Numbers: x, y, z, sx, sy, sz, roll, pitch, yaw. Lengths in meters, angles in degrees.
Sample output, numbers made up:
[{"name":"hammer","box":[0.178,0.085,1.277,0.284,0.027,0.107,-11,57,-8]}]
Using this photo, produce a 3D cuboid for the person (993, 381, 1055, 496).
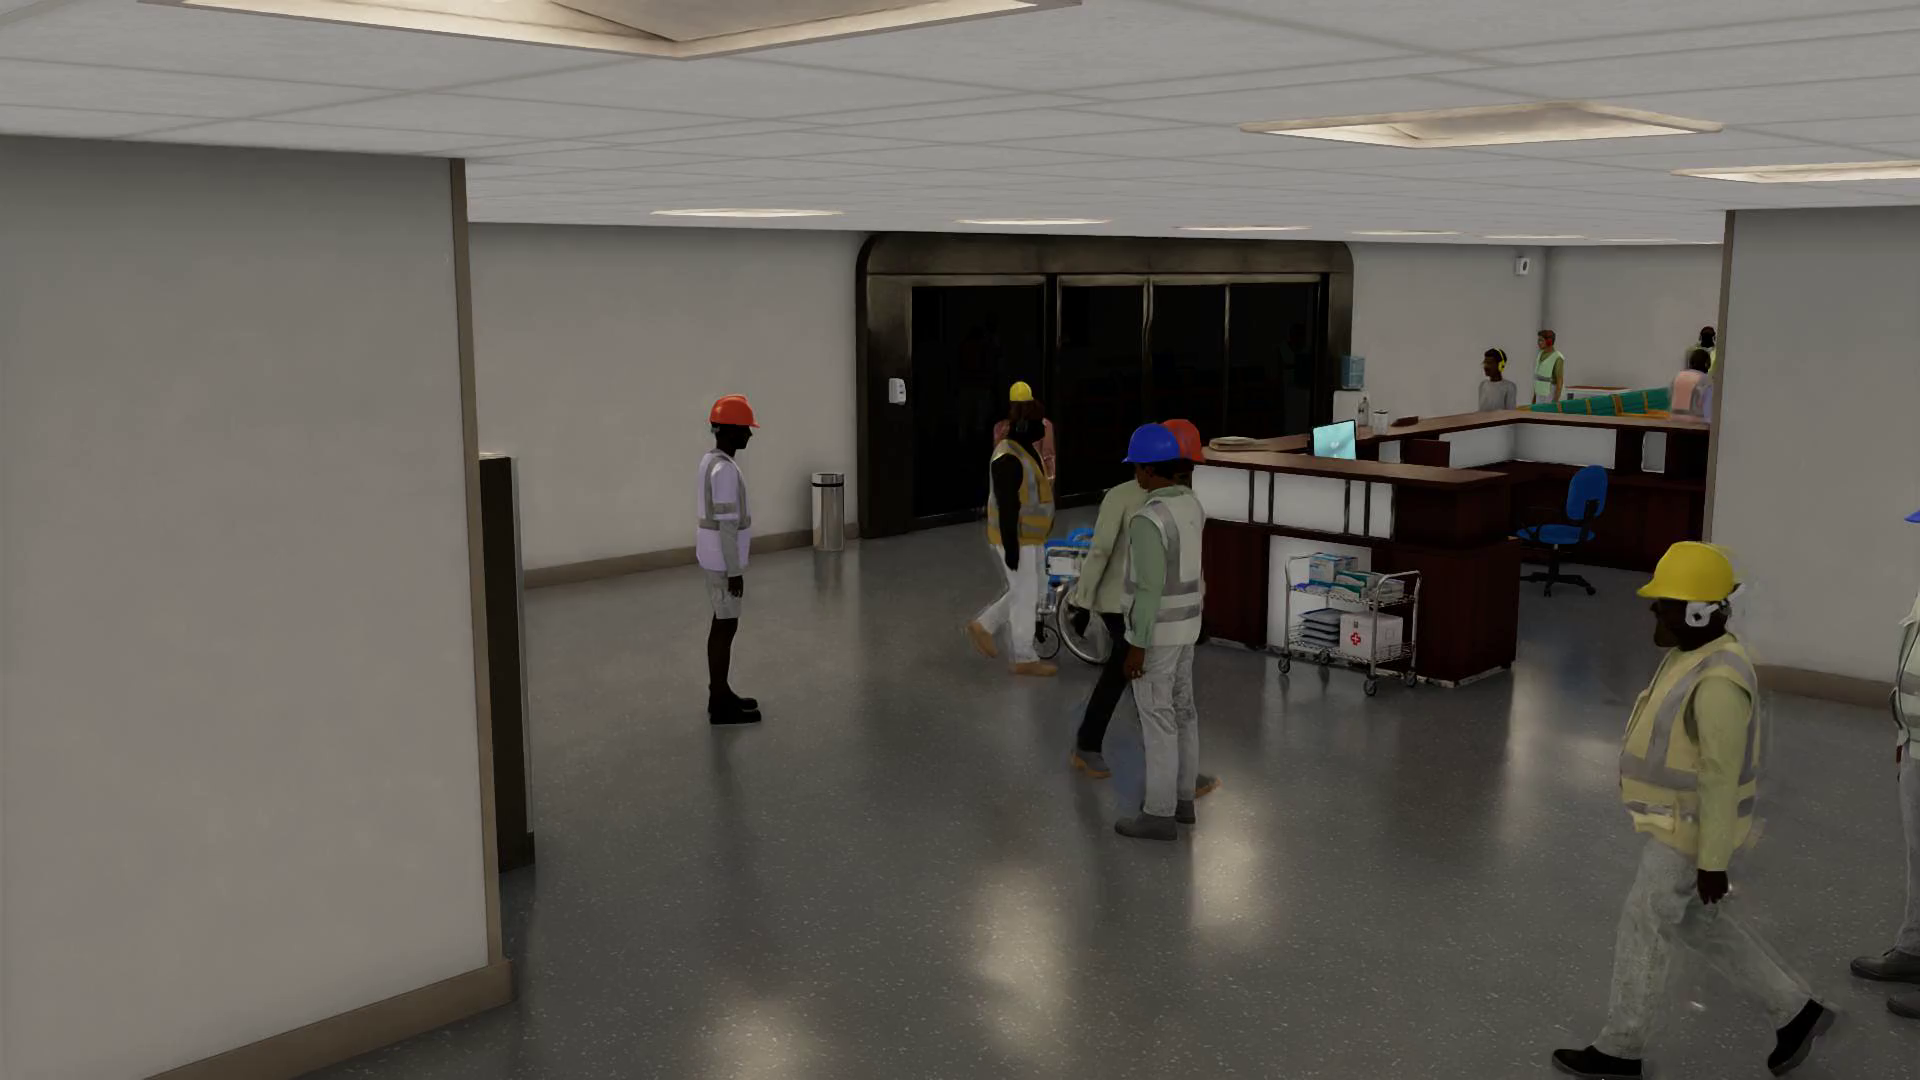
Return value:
[{"name":"person","box":[0.539,-0.500,14.139,0.523,1.726,0.874,0,9,-2]}]

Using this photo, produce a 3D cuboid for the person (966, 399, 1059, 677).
[{"name":"person","box":[0.349,-0.013,10.874,0.569,1.828,0.626,3,10,16]}]

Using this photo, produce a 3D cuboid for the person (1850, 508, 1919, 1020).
[{"name":"person","box":[3.515,0.727,5.931,0.389,1.947,0.614,1,9,8]}]

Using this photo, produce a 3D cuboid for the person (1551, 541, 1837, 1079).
[{"name":"person","box":[2.413,0.897,5.348,0.808,1.807,0.600,3,10,17]}]

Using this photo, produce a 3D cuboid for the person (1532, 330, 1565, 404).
[{"name":"person","box":[7.950,-1.918,22.489,0.395,1.839,0.564,-2,9,-10]}]

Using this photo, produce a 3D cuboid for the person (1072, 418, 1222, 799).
[{"name":"person","box":[0.950,0.337,8.432,0.625,1.906,1.063,-8,12,-42]}]

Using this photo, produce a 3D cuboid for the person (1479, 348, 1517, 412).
[{"name":"person","box":[5.327,-0.978,16.628,0.331,1.872,0.513,-5,10,-26]}]

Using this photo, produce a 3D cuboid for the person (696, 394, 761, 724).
[{"name":"person","box":[-1.348,0.112,9.770,0.390,1.929,0.545,-3,10,-15]}]

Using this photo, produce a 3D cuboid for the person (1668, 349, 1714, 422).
[{"name":"person","box":[7.783,-1.122,17.675,0.534,1.814,0.630,-4,10,-21]}]

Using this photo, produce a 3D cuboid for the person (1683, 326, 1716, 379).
[{"name":"person","box":[10.809,-2.184,24.153,0.622,1.835,0.431,5,11,30]}]

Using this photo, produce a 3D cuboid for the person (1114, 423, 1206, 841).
[{"name":"person","box":[0.928,0.426,7.787,0.407,1.942,0.615,5,11,29]}]
